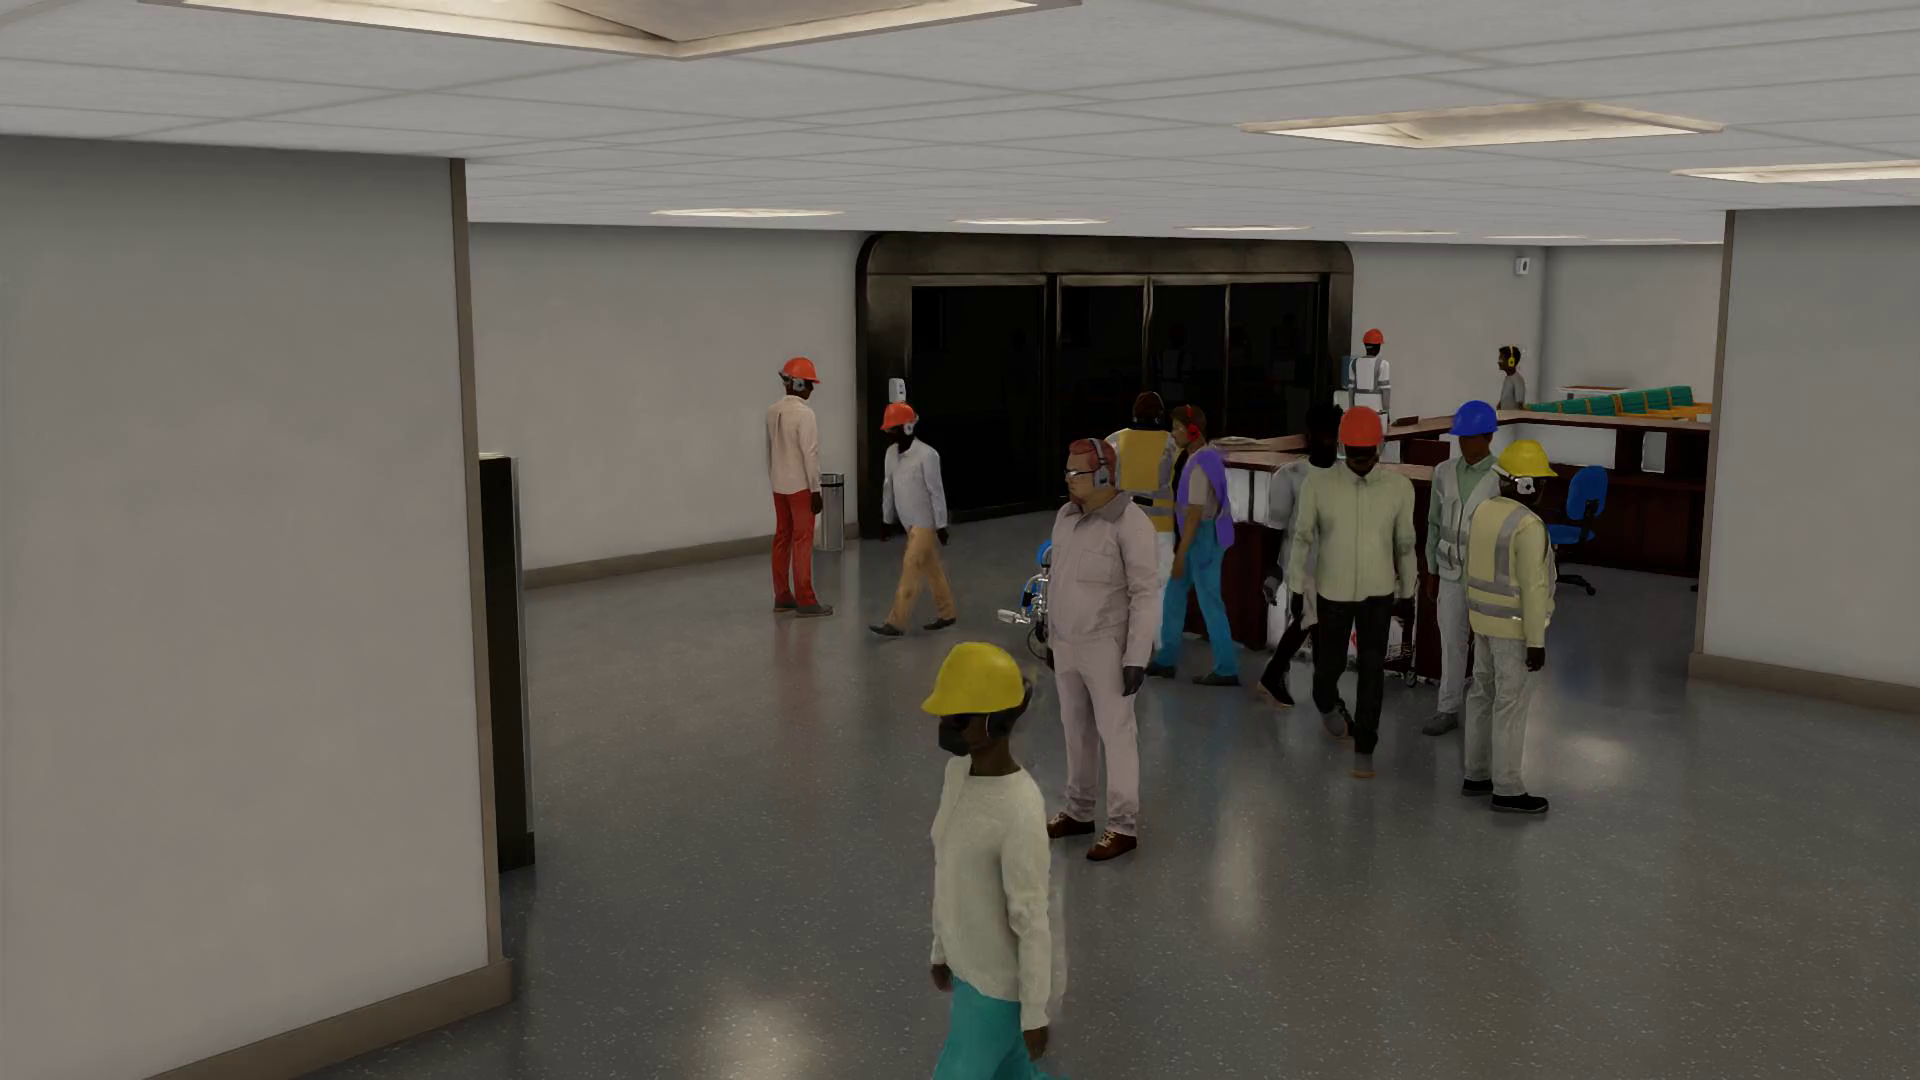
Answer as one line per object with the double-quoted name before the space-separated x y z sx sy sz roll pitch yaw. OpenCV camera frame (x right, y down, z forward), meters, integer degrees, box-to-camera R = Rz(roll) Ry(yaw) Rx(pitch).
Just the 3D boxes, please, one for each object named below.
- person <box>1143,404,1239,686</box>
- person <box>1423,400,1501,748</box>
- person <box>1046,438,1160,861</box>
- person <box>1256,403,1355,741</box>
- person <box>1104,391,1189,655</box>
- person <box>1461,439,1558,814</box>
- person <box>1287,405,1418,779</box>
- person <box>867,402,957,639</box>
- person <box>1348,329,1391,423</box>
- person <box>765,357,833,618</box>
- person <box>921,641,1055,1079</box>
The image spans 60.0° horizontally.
"person" 1.410 0.047 10.529 0.832 1.803 0.593 1 9 9
"person" 2.864 0.185 9.302 0.425 1.938 0.602 -8 12 -40
"person" 0.595 0.486 7.542 0.403 1.904 0.651 -7 11 -35
"person" 2.060 0.136 9.720 0.624 1.910 1.057 -5 10 -27
"person" 1.255 -0.089 11.296 0.624 1.839 0.430 3 10 17
"person" 2.713 0.417 8.191 0.403 1.830 0.599 -2 9 -12
"person" 2.080 0.242 8.864 0.669 1.964 0.700 1 9 6
"person" -0.359 -0.141 12.010 0.868 1.699 0.572 -6 11 -31
"person" 4.952 -1.575 20.078 0.543 1.939 0.361 9 13 43
"person" -1.241 -0.401 12.734 0.391 1.986 0.608 -8 12 -39
"person" 0.130 1.098 4.318 0.840 1.737 0.531 -3 10 -19
